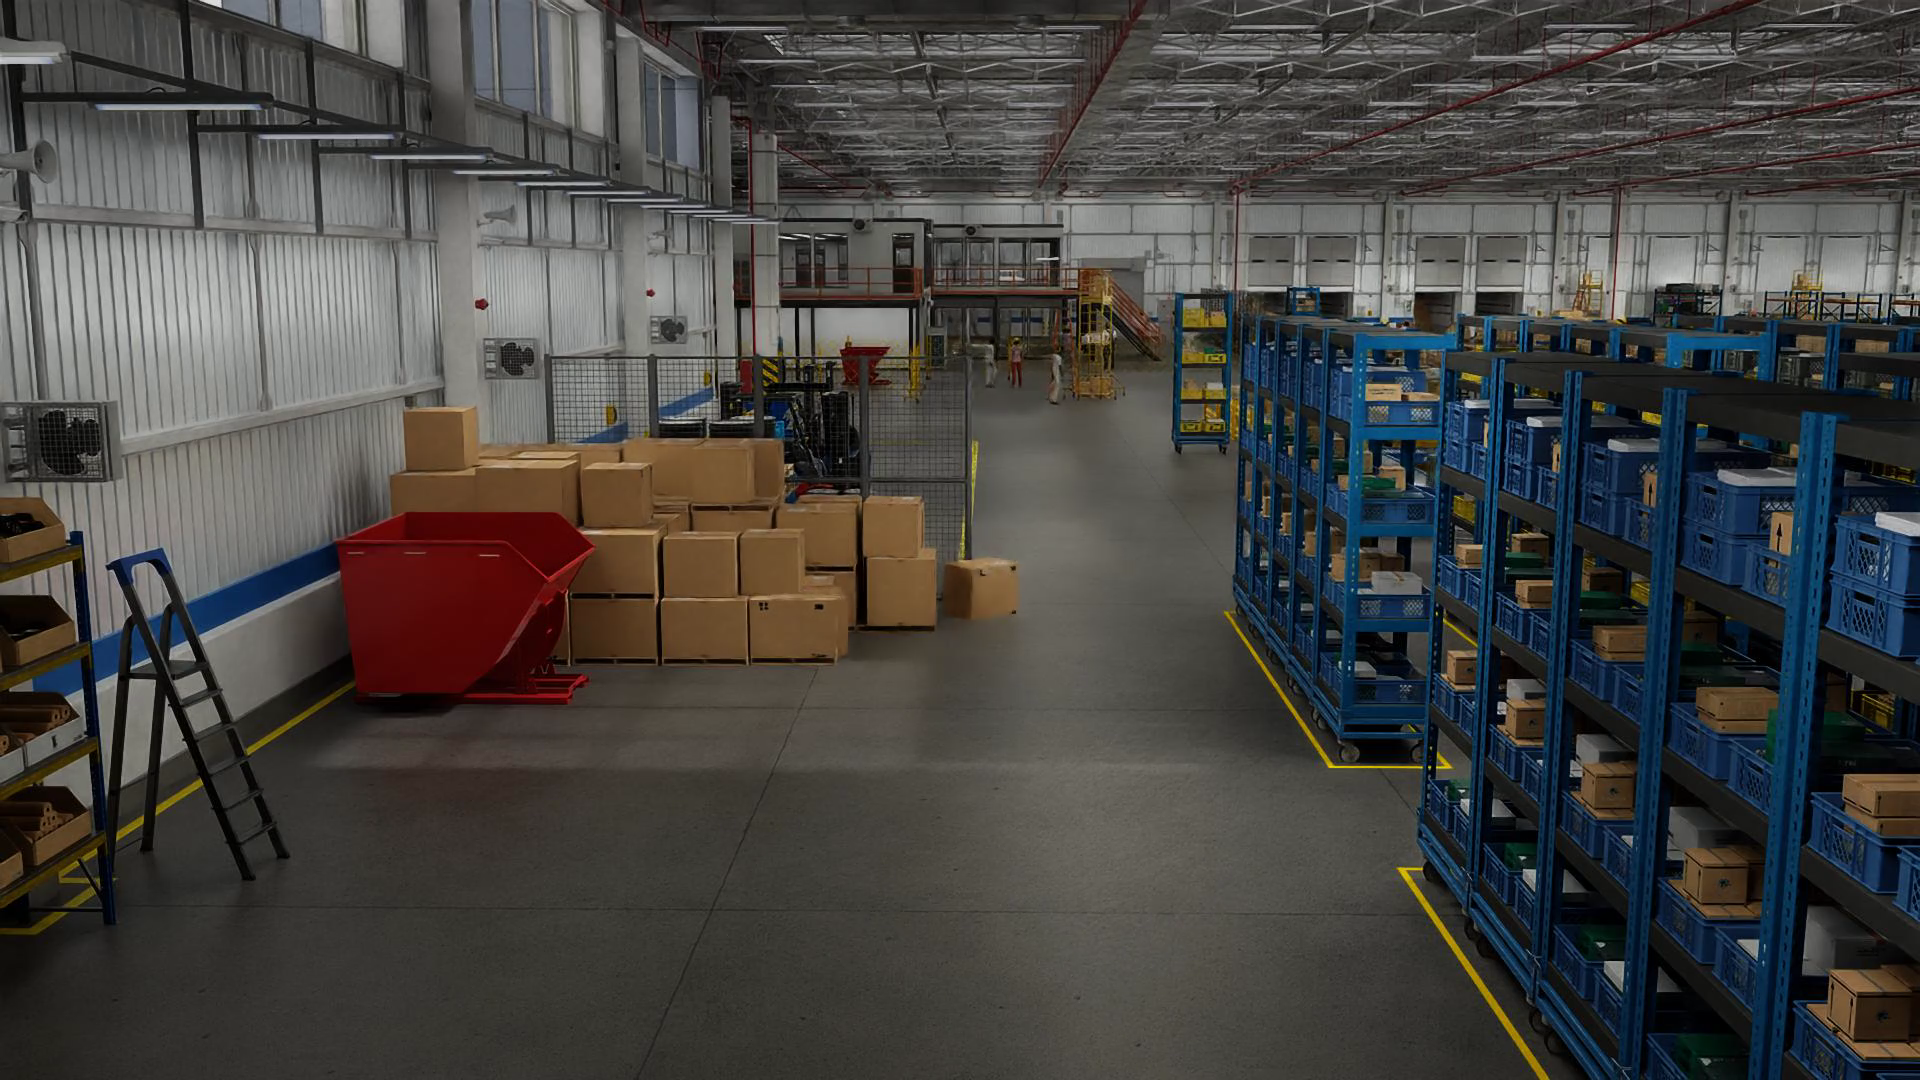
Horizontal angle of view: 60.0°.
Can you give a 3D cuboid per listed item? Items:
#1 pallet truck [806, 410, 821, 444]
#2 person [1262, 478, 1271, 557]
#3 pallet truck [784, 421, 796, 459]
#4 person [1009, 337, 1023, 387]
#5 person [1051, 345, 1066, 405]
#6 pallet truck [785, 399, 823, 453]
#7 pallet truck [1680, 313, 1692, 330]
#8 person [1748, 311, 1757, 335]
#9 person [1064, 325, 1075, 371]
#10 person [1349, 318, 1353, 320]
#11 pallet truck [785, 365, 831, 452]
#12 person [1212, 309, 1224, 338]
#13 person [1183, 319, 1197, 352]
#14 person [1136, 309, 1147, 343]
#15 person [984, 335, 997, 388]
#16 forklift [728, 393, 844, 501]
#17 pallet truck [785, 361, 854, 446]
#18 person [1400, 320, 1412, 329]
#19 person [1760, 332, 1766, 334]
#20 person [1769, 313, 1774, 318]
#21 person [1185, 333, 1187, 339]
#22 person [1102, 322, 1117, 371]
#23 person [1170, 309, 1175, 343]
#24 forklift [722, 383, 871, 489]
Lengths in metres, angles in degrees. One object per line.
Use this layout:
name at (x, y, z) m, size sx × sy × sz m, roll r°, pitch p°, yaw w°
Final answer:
pallet truck at (-3.559, -2.018, 33.905) m, size 1.522 × 1.261 × 0.704 m, roll 0°, pitch 9°, yaw -1°
person at (4.330, -0.434, 22.076) m, size 0.555 × 1.959 × 0.647 m, roll -6°, pitch 11°, yaw -32°
pallet truck at (-4.013, -1.793, 32.705) m, size 1.601 × 1.201 × 0.680 m, roll 0°, pitch 9°, yaw 1°
person at (1.976, -6.263, 58.659) m, size 0.518 × 1.756 × 0.342 m, roll -4°, pitch 10°, yaw -24°
person at (3.001, -5.044, 50.911) m, size 0.484 × 1.827 × 0.532 m, roll -1°, pitch 9°, yaw -8°
pallet truck at (-3.814, -2.432, 36.419) m, size 1.630 × 1.274 × 0.653 m, roll 0°, pitch 9°, yaw 1°
pallet truck at (36.315, -10.531, 84.244) m, size 0.823 × 1.965 × 1.885 m, roll -6°, pitch 11°, yaw -33°
person at (41.639, -11.039, 87.385) m, size 0.623 × 1.991 × 0.397 m, roll -7°, pitch 11°, yaw -35°
person at (4.400, -7.881, 68.175) m, size 0.775 × 1.900 × 0.594 m, roll -3°, pitch 10°, yaw -16°
person at (18.485, -9.604, 79.026) m, size 0.928 × 1.825 × 0.539 m, roll -2°, pitch 9°, yaw -13°
pallet truck at (-3.774, -2.976, 37.635) m, size 1.885 × 1.965 × 0.823 m, roll 1°, pitch 9°, yaw 5°
person at (15.105, -12.581, 97.190) m, size 0.845 × 1.910 × 0.543 m, roll 4°, pitch 10°, yaw 23°
person at (10.735, -9.410, 77.571) m, size 0.646 × 1.922 × 0.441 m, roll -3°, pitch 10°, yaw -18°
person at (9.888, -11.580, 90.720) m, size 0.622 × 1.992 × 0.386 m, roll 1°, pitch 9°, yaw 4°
person at (1.090, -6.205, 57.960) m, size 0.541 × 1.861 × 0.613 m, roll 3°, pitch 10°, yaw 16°
forklift at (-2.979, -1.316, 26.476) m, size 2.680 × 1.987 × 1.157 m, roll 0°, pitch 9°, yaw 1°
pallet truck at (-3.410, -3.193, 38.978) m, size 1.885 × 1.965 × 0.823 m, roll 0°, pitch 9°, yaw -1°
person at (19.199, -8.494, 71.732) m, size 0.697 × 1.988 × 0.524 m, roll -1°, pitch 9°, yaw -7°
person at (38.886, -9.798, 80.329) m, size 0.462 × 1.810 × 0.681 m, roll 7°, pitch 12°, yaw 38°
person at (43.095, -11.114, 88.276) m, size 0.740 × 1.860 × 0.585 m, roll -1°, pitch 9°, yaw -7°
person at (12.974, -12.455, 96.710) m, size 0.931 × 1.795 × 0.658 m, roll -9°, pitch 13°, yaw -43°
person at (6.040, -7.928, 68.054) m, size 0.683 × 2.000 × 0.536 m, roll -5°, pitch 10°, yaw -28°
person at (12.146, -12.170, 94.564) m, size 0.363 × 1.928 × 0.587 m, roll 0°, pitch 9°, yaw 0°
forklift at (-2.893, -1.687, 28.729) m, size 2.680 × 1.987 × 1.157 m, roll 0°, pitch 9°, yaw -1°
